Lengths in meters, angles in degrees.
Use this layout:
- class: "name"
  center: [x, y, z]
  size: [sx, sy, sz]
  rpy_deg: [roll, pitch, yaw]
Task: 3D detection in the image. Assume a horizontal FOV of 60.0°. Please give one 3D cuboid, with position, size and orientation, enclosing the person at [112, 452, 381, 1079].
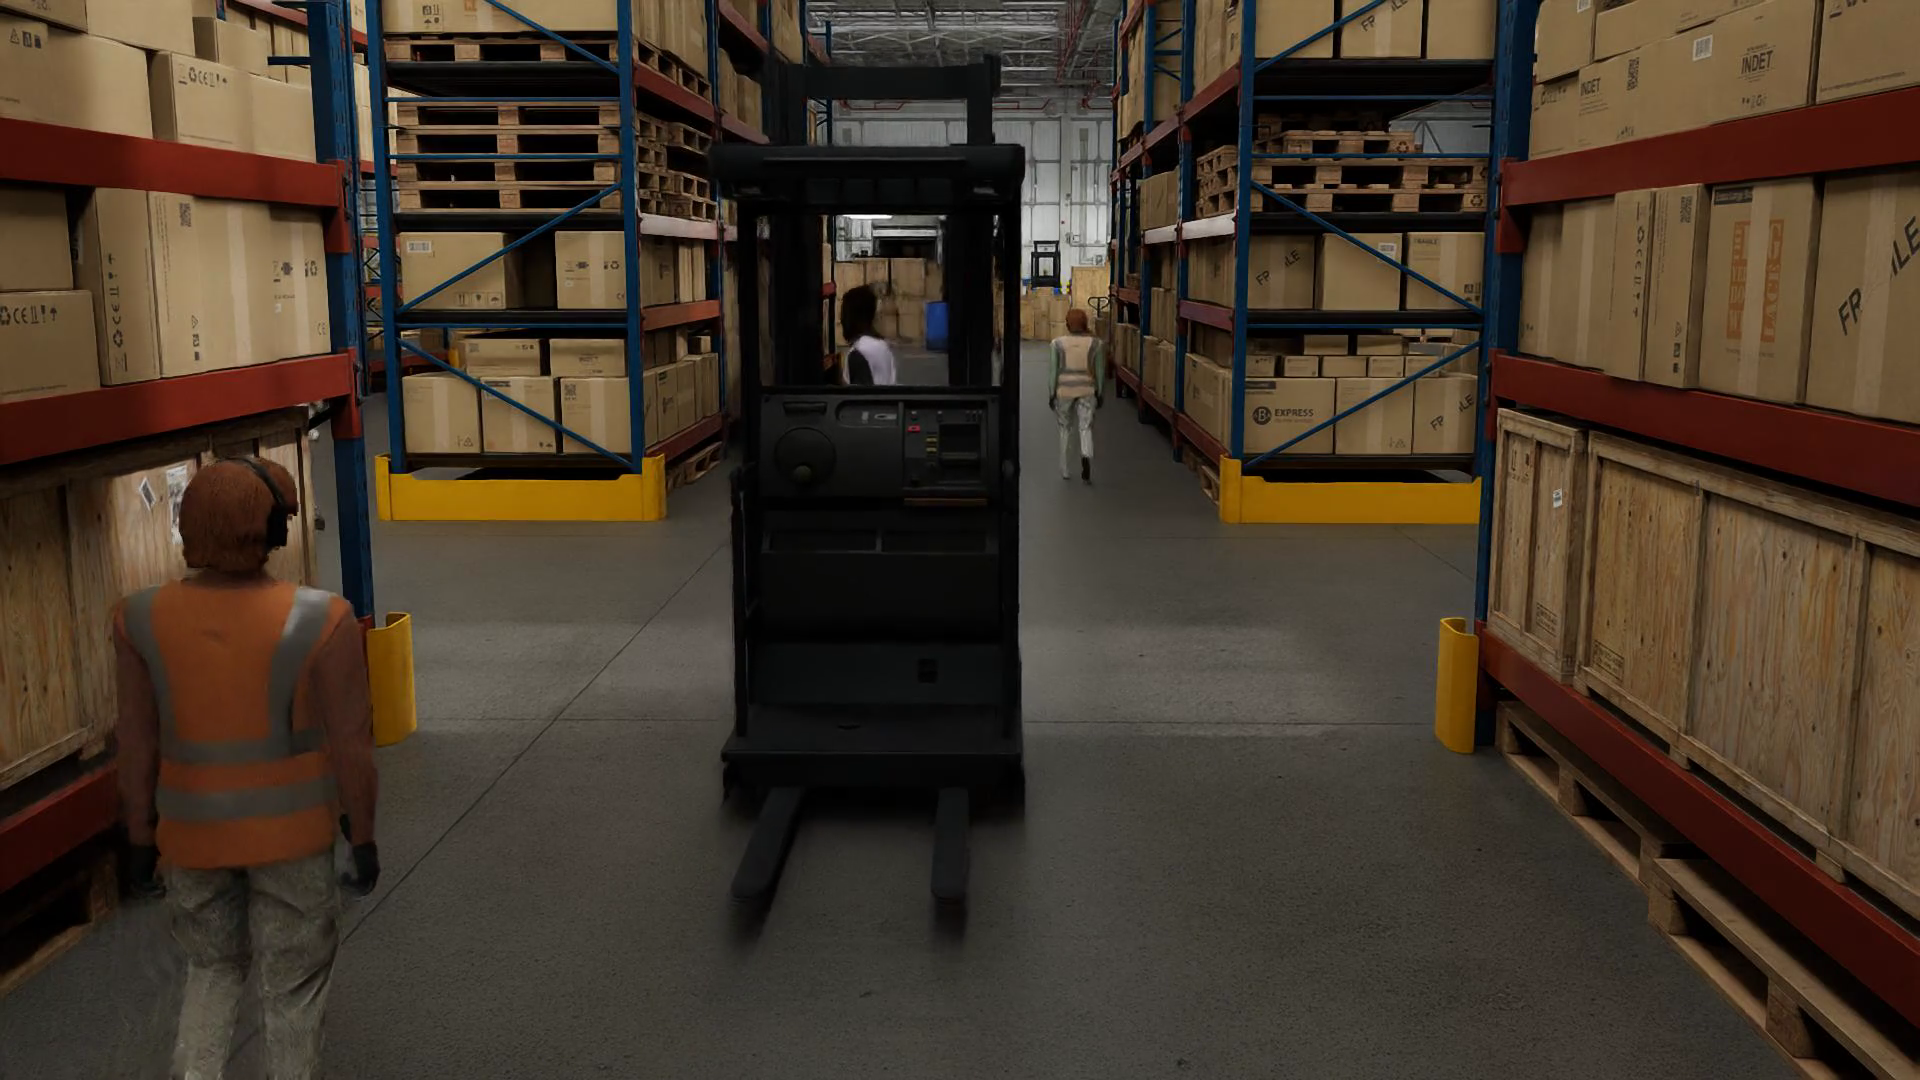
- class: "person"
  center: [-1.479, 0.637, 3.493]
  size: [0.531, 1.631, 0.378]
  rpy_deg: [0, 9, -1]

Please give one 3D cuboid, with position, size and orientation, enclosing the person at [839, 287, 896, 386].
- class: "person"
  center: [-0.619, -0.659, 10.540]
  size: [0.998, 1.863, 0.613]
  rpy_deg: [2, 10, 13]

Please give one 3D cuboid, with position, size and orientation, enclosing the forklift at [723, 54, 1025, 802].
- class: "forklift"
  center: [-0.302, -0.546, 6.835]
  size: [1.129, 2.768, 1.873]
  rpy_deg: [0, 9, 1]

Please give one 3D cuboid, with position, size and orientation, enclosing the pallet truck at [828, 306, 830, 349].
- class: "pallet truck"
  center: [-3.100, -3.940, 29.800]
  size: [1.885, 1.965, 0.823]
  rpy_deg: [3, 10, 19]

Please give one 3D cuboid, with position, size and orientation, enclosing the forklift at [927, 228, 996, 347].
- class: "forklift"
  center: [0.010, -6.010, 39.560]
  size: [1.129, 2.768, 1.873]
  rpy_deg: [4, 10, 21]

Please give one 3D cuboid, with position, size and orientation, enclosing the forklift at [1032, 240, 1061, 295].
- class: "forklift"
  center: [3.174, -9.648, 61.354]
  size: [1.129, 2.768, 1.873]
  rpy_deg: [0, 9, 1]

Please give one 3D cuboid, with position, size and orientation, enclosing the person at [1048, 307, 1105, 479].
- class: "person"
  center: [1.076, -1.335, 15.345]
  size: [0.522, 1.622, 0.610]
  rpy_deg: [0, 9, 1]

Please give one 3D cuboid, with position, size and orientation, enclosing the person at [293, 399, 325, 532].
- class: "person"
  center: [-5.005, -1.025, 12.380]
  size: [0.655, 1.971, 1.063]
  rpy_deg: [-6, 11, -31]
